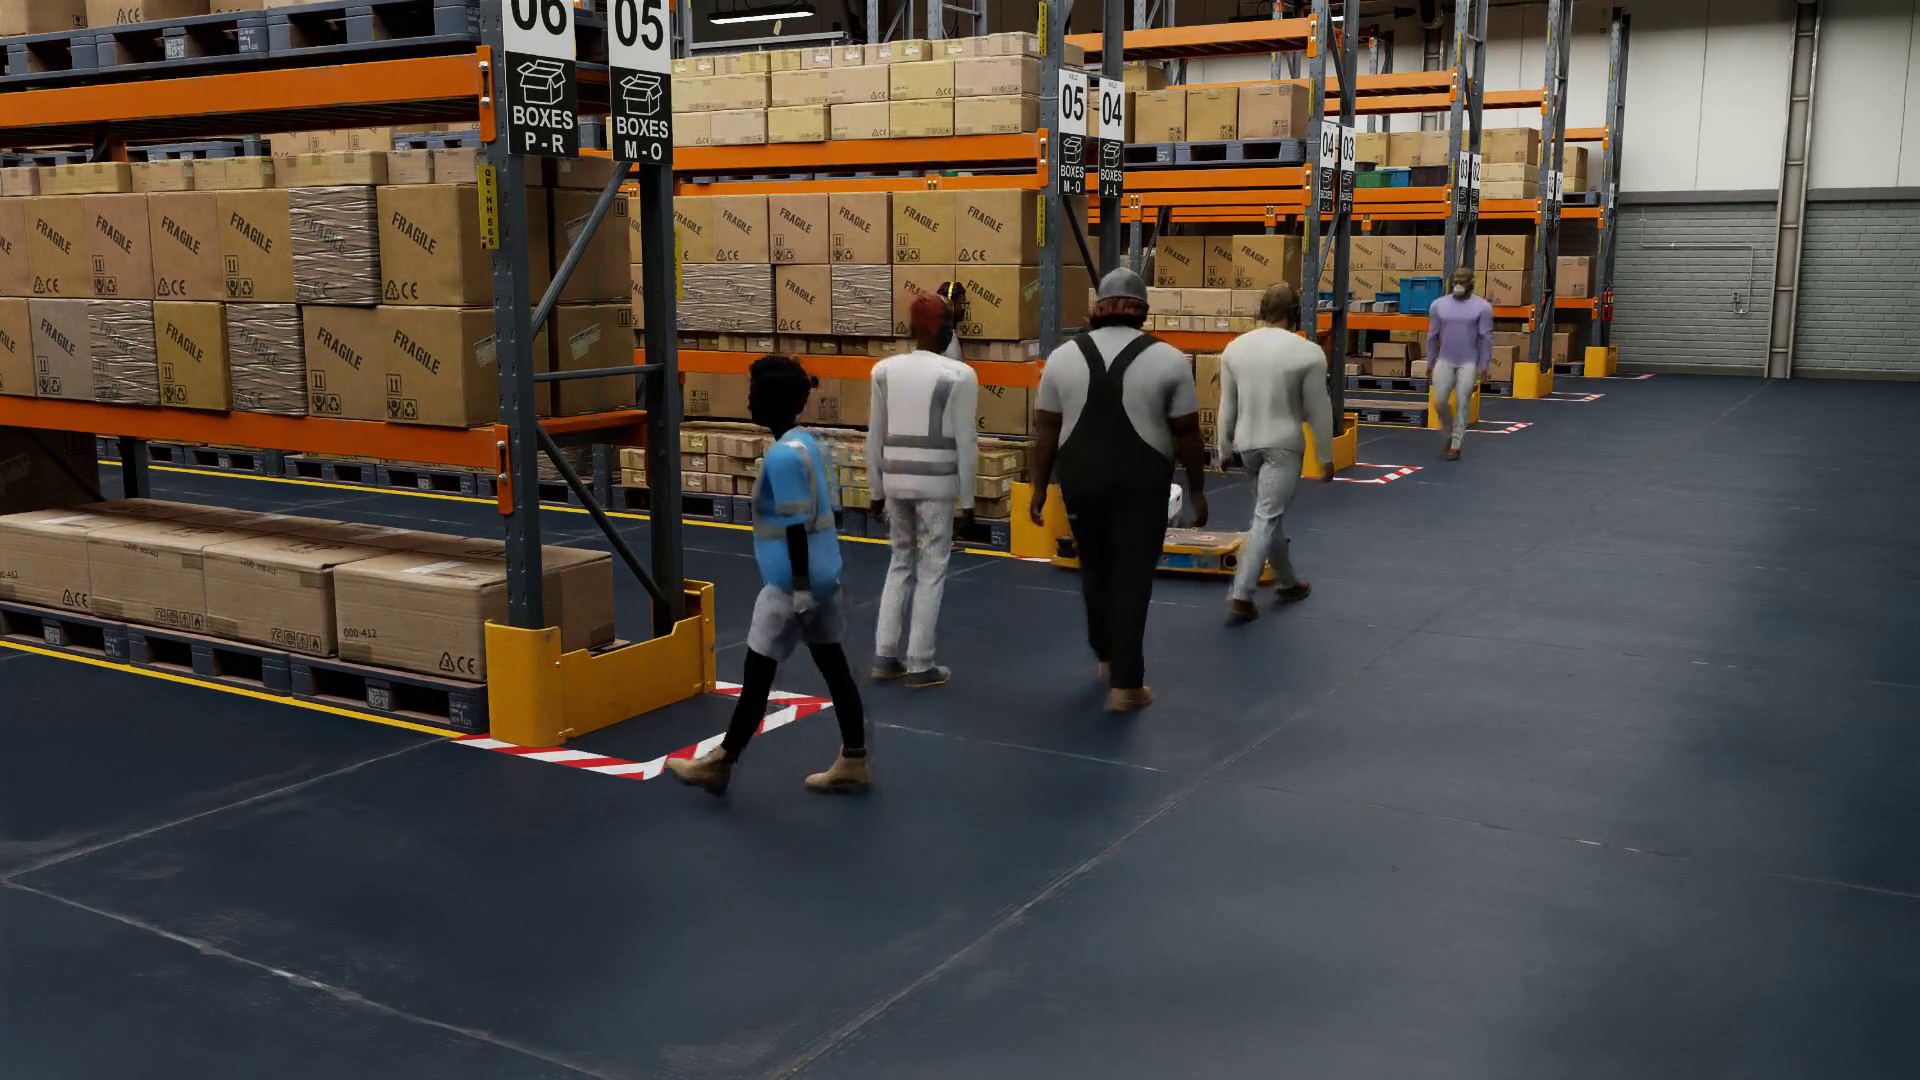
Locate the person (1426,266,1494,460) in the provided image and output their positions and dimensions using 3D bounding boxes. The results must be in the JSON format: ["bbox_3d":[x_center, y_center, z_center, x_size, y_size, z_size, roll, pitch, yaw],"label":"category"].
[{"bbox_3d":[4.944,-1.742,16.519,0.655,1.924,0.442,5,11,27],"label":"person"}]

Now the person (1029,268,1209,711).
[{"bbox_3d":[0.756,-0.291,7.687,0.781,2.000,0.979,4,10,21],"label":"person"}]

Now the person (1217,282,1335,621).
[{"bbox_3d":[1.770,-0.505,9.401,0.650,1.890,1.019,8,13,40],"label":"person"}]

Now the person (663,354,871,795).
[{"bbox_3d":[-0.719,0.143,6.221,0.829,1.657,0.552,1,10,5],"label":"person"}]

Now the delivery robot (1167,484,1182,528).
[{"bbox_3d":[1.328,-0.248,11.505,0.477,0.478,0.707,3,10,15],"label":"delivery robot"}]

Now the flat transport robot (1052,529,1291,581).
[{"bbox_3d":[1.374,0.068,10.762,1.431,0.197,0.652,4,10,20],"label":"flat transport robot"}]

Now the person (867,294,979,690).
[{"bbox_3d":[-0.183,-0.223,7.859,0.581,1.857,0.444,6,11,30],"label":"person"}]

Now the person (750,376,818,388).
[{"bbox_3d":[-1.626,-1.598,15.998,0.661,1.812,0.832,-9,13,-42],"label":"person"}]

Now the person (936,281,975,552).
[{"bbox_3d":[-0.081,-0.844,11.477,0.332,1.857,0.511,2,10,13],"label":"person"}]
